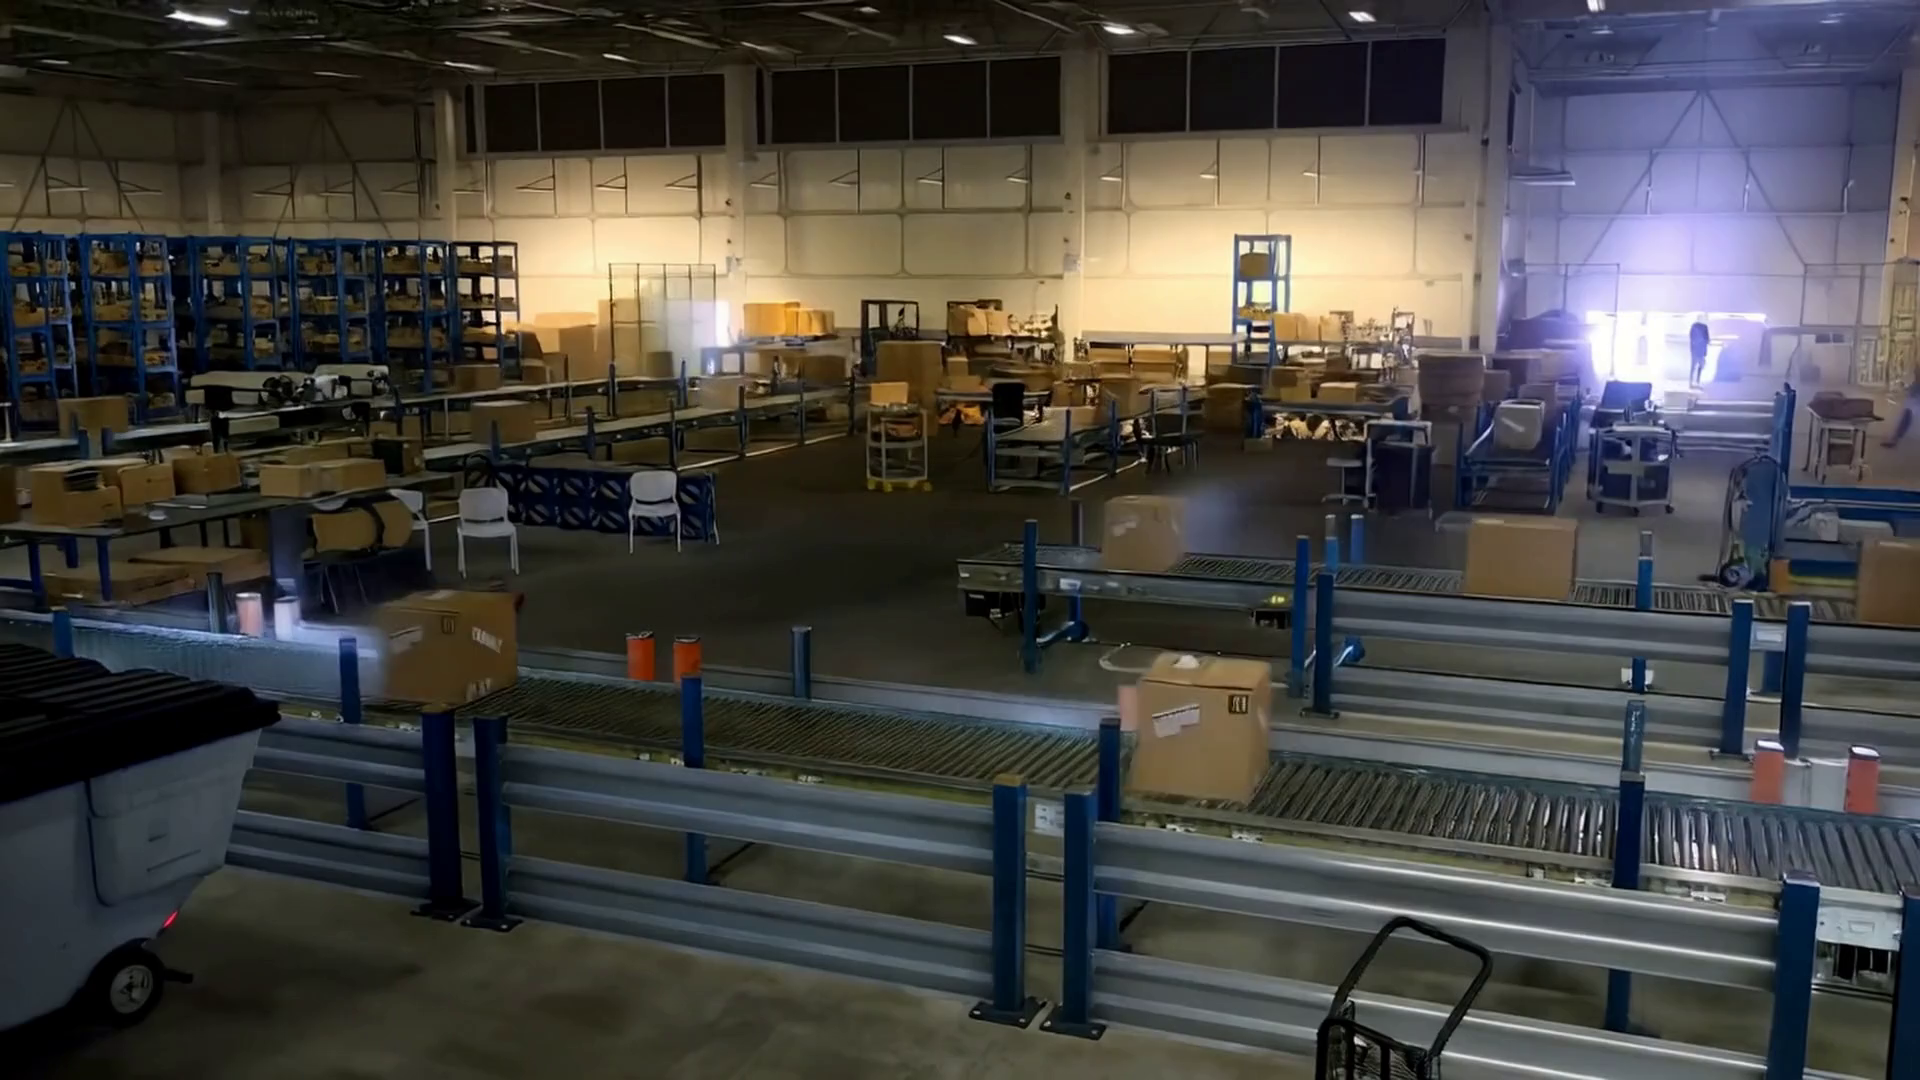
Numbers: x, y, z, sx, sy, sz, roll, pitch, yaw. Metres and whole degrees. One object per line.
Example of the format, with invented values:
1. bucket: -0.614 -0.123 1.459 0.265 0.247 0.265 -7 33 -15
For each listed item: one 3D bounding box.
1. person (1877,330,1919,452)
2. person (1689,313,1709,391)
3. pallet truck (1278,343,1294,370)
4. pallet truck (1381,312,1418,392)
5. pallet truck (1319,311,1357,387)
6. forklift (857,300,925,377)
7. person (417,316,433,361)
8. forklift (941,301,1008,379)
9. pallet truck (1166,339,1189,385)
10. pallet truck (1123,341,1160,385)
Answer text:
1. person: 15.591 -2.435 27.152 0.642 1.996 0.994 -6 11 -33
2. person: 17.996 -4.576 40.489 0.397 1.888 0.664 -1 9 -4
3. pallet truck: 7.886 -4.163 39.743 0.653 1.274 1.630 4 10 22
4. pallet truck: 10.207 -4.283 38.369 0.823 1.965 1.885 3 10 20
5. pallet truck: 9.071 -4.419 39.190 0.823 1.965 1.885 5 10 26
6. forklift: -1.732 -5.109 42.468 1.157 1.987 2.680 4 10 22
7. person: -15.362 -5.739 47.762 0.600 1.806 0.698 0 9 0
8. forklift: 0.365 -4.966 41.571 1.157 1.987 2.680 3 10 20
9. pallet truck: 5.418 -4.269 40.420 0.704 1.261 1.522 3 10 20
10. pallet truck: 4.445 -4.380 41.279 0.680 1.201 1.601 4 10 22
